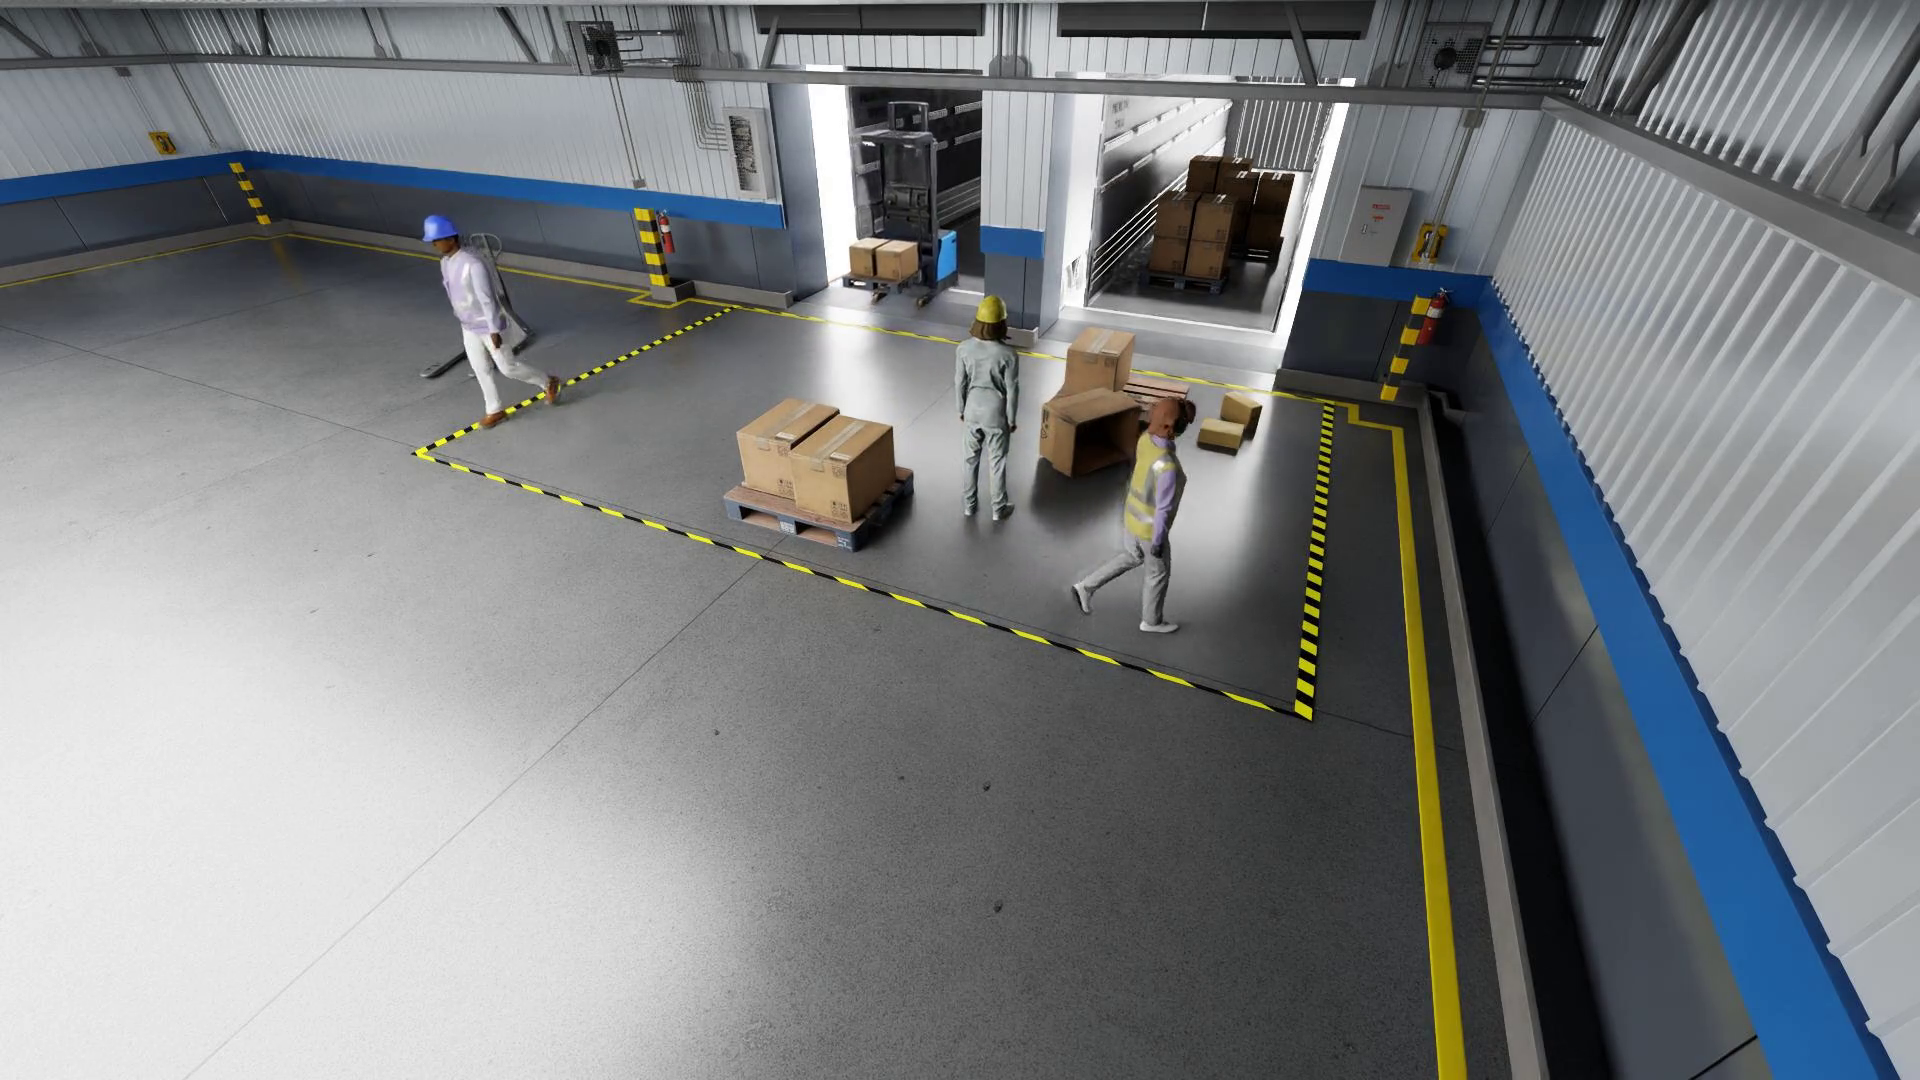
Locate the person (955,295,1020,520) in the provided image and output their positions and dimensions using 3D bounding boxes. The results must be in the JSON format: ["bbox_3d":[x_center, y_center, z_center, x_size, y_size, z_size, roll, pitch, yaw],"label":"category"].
[{"bbox_3d":[0.210,-0.956,5.526,0.488,1.742,0.320,14,38,19],"label":"person"}]

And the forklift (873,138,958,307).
[{"bbox_3d":[-0.530,-4.565,10.338,0.716,2.013,0.776,14,38,19],"label":"forklift"}]

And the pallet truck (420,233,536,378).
[{"bbox_3d":[-5.664,-2.712,8.427,0.680,1.201,1.601,0,35,-1],"label":"pallet truck"}]

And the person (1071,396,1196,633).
[{"bbox_3d":[1.079,-0.108,4.444,0.703,1.608,0.517,-2,36,-3],"label":"person"}]

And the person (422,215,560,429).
[{"bbox_3d":[-4.439,-2.039,6.892,0.599,1.921,0.861,16,38,21],"label":"person"}]
